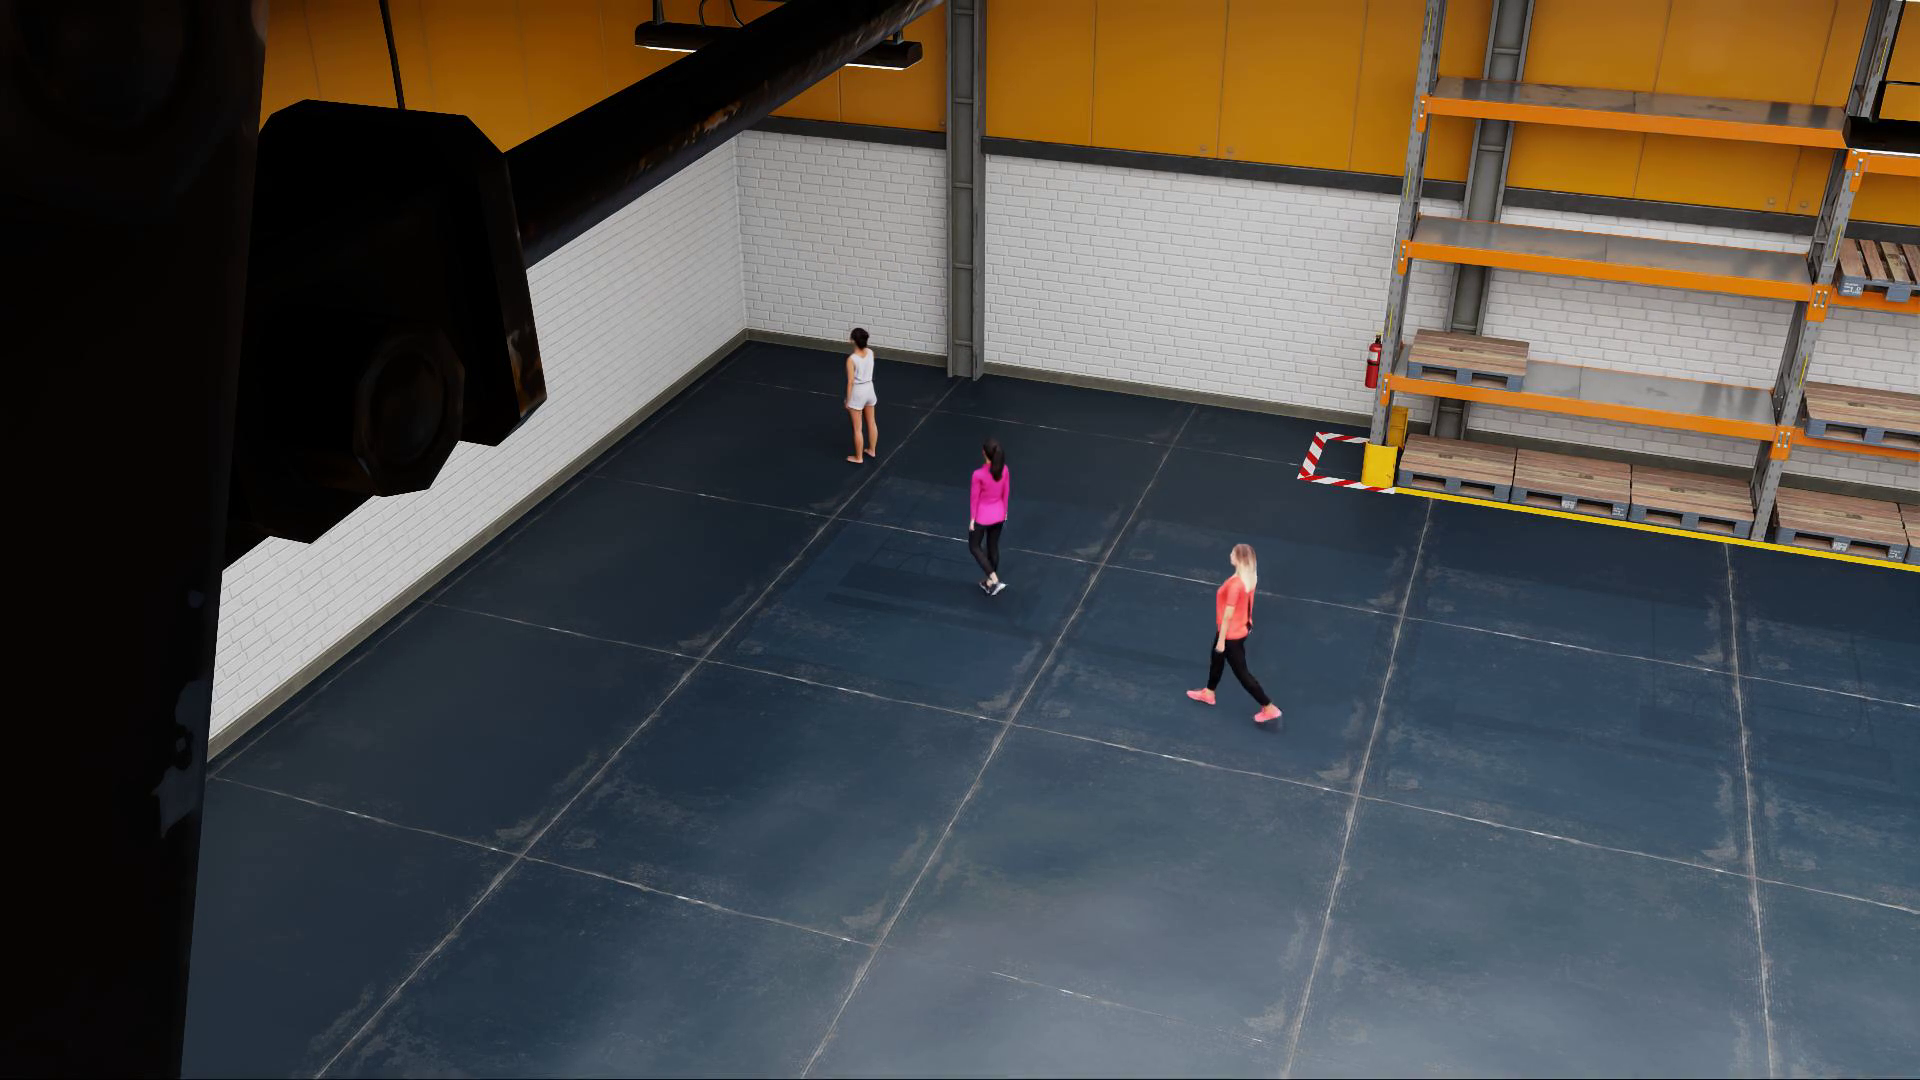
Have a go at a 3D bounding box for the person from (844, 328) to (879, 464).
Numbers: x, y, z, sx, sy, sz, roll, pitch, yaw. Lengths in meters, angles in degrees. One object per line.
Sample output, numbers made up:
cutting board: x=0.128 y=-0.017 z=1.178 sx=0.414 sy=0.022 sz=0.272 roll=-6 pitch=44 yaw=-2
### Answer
person: x=-1.116 y=-1.642 z=18.764 sx=0.664 sy=1.604 sz=0.644 roll=23 pitch=36 yaw=36

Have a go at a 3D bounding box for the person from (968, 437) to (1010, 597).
person: x=0.316 y=-0.171 z=15.981 sx=0.815 sy=1.685 sz=0.889 roll=-16 pitch=32 yaw=-26

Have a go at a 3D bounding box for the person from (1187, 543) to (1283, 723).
person: x=2.427 y=0.821 z=14.191 sx=1.151 sy=1.660 sz=0.712 roll=14 pitch=32 yaw=24
